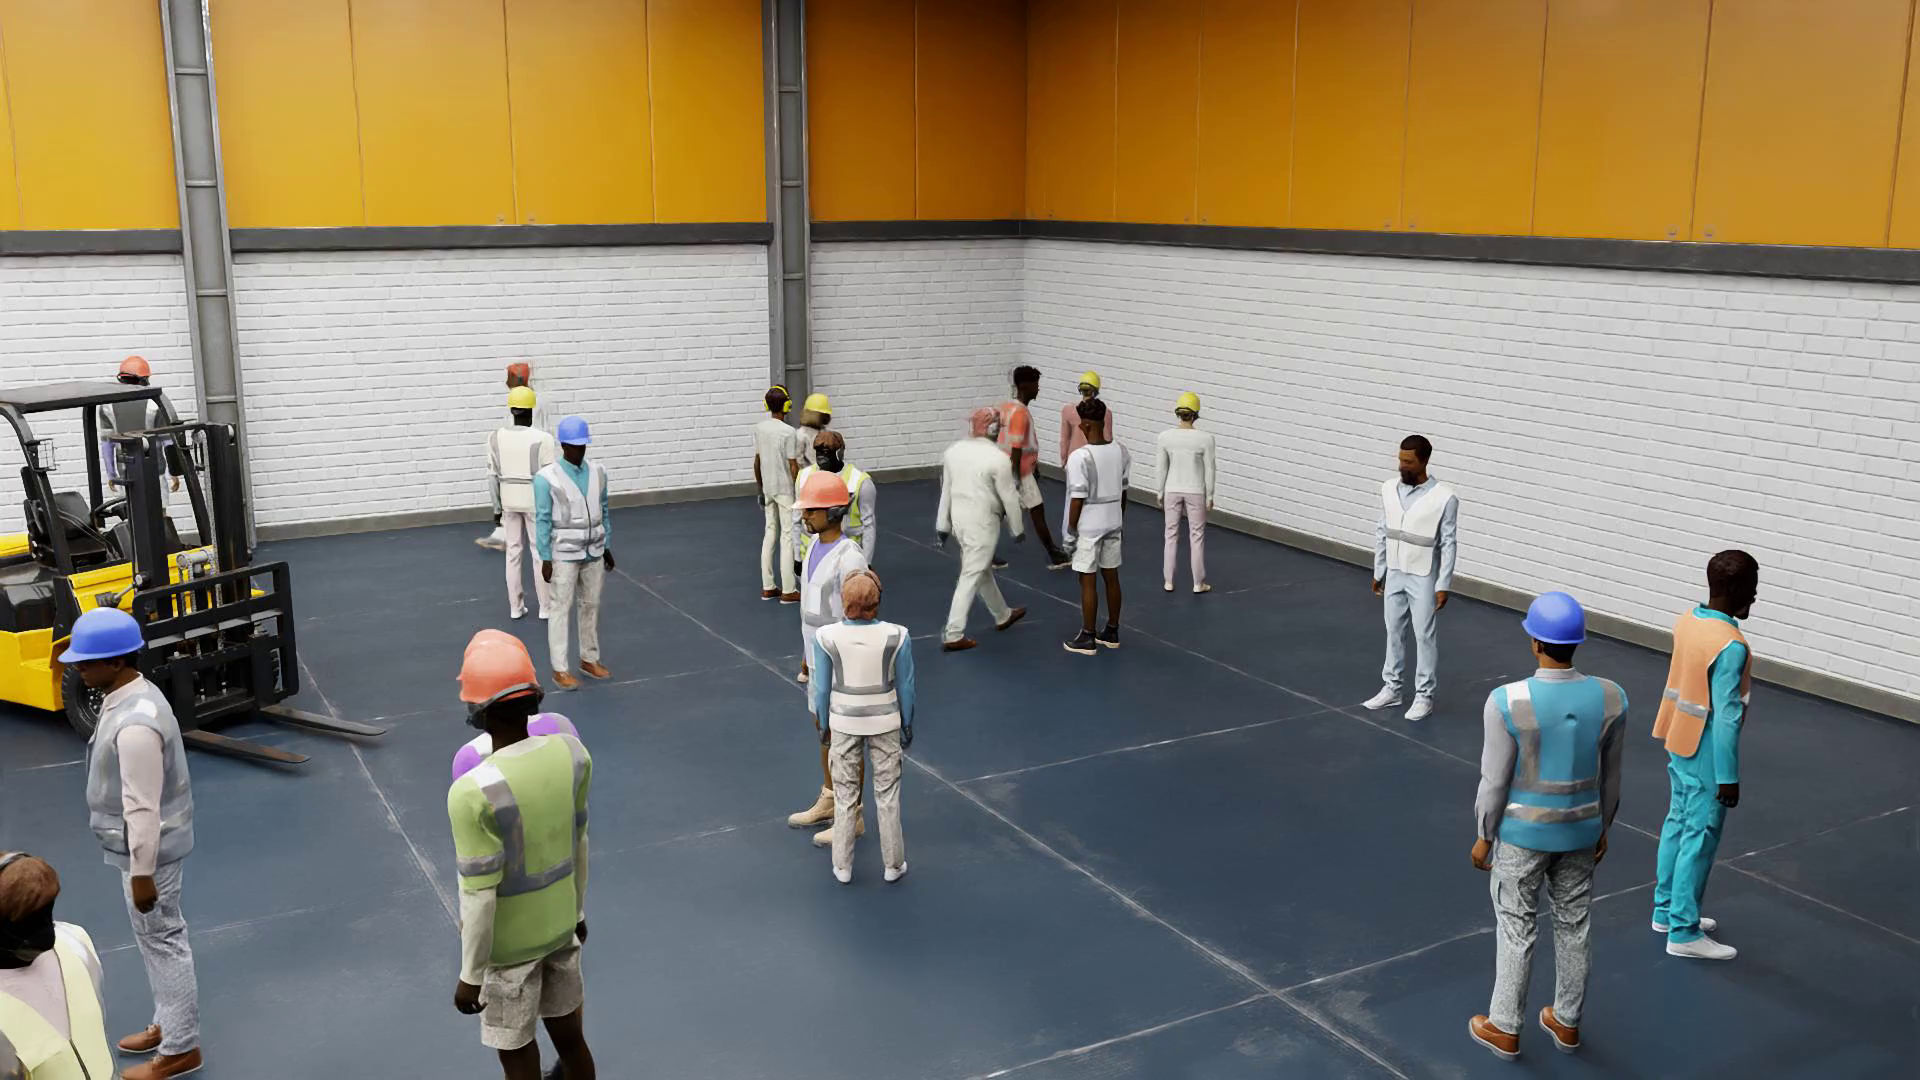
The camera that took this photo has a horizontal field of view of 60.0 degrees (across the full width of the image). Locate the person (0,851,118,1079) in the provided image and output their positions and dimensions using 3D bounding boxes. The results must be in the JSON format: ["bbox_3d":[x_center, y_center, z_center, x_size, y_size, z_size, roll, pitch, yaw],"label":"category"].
[{"bbox_3d":[-2.464,1.706,4.450,0.429,1.840,0.624,2,12,11],"label":"person"}]

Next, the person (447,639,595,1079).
[{"bbox_3d":[-1.512,1.336,5.697,0.393,2.040,0.611,6,13,26],"label":"person"}]

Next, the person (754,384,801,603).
[{"bbox_3d":[-1.527,-0.395,14.203,0.533,1.876,0.320,10,15,38],"label":"person"}]

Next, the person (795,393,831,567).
[{"bbox_3d":[-1.251,-0.437,14.741,0.354,1.736,0.503,7,14,30],"label":"person"}]

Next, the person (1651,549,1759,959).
[{"bbox_3d":[3.428,0.979,7.688,0.400,1.911,0.588,1,12,4],"label":"person"}]

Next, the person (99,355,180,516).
[{"bbox_3d":[-7.322,-0.630,14.907,0.614,2.041,0.393,-1,12,-7],"label":"person"}]

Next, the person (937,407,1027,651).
[{"bbox_3d":[0.210,-0.107,12.892,0.985,1.849,0.650,-10,15,-38],"label":"person"}]

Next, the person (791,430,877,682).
[{"bbox_3d":[-0.912,0.130,11.825,0.633,1.842,0.429,4,13,20],"label":"person"}]

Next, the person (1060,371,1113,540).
[{"bbox_3d":[1.240,-0.767,16.242,0.532,1.755,0.341,4,13,19],"label":"person"}]

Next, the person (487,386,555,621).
[{"bbox_3d":[-3.552,-0.294,13.608,0.589,1.928,0.384,2,12,11],"label":"person"}]

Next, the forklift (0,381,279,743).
[{"bbox_3d":[-5.853,0.085,11.199,2.313,2.155,1.214,7,14,28],"label":"forklift"}]

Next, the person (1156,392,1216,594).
[{"bbox_3d":[1.970,-0.408,14.521,0.525,1.769,0.327,5,13,21],"label":"person"}]

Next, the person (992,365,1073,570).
[{"bbox_3d":[0.605,-0.661,15.355,1.002,1.912,0.631,-1,12,-5],"label":"person"}]

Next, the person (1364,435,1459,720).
[{"bbox_3d":[3.034,0.238,11.136,0.373,1.915,0.596,-10,15,-38],"label":"person"}]

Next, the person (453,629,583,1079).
[{"bbox_3d":[-1.672,1.276,6.254,0.387,1.929,0.546,9,15,35],"label":"person"}]

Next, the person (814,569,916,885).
[{"bbox_3d":[-0.481,0.953,8.431,0.513,1.645,0.307,0,12,-1],"label":"person"}]

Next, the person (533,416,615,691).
[{"bbox_3d":[-2.719,0.081,11.803,0.404,1.945,0.615,10,16,40],"label":"person"}]

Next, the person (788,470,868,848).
[{"bbox_3d":[-0.712,0.635,8.978,0.377,2.044,0.607,-7,14,-28],"label":"person"}]

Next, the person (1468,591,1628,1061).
[{"bbox_3d":[2.366,1.161,6.732,0.605,1.951,0.381,-2,12,-10],"label":"person"}]

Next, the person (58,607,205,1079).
[{"bbox_3d":[-3.249,1.201,6.582,0.414,1.940,0.599,-6,14,-28],"label":"person"}]

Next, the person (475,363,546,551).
[{"bbox_3d":[-4.256,-0.805,16.219,0.960,1.838,0.584,-8,15,-34],"label":"person"}]

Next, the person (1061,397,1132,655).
[{"bbox_3d":[1.023,-0.106,12.653,0.603,1.958,0.380,-10,15,-39],"label":"person"}]
